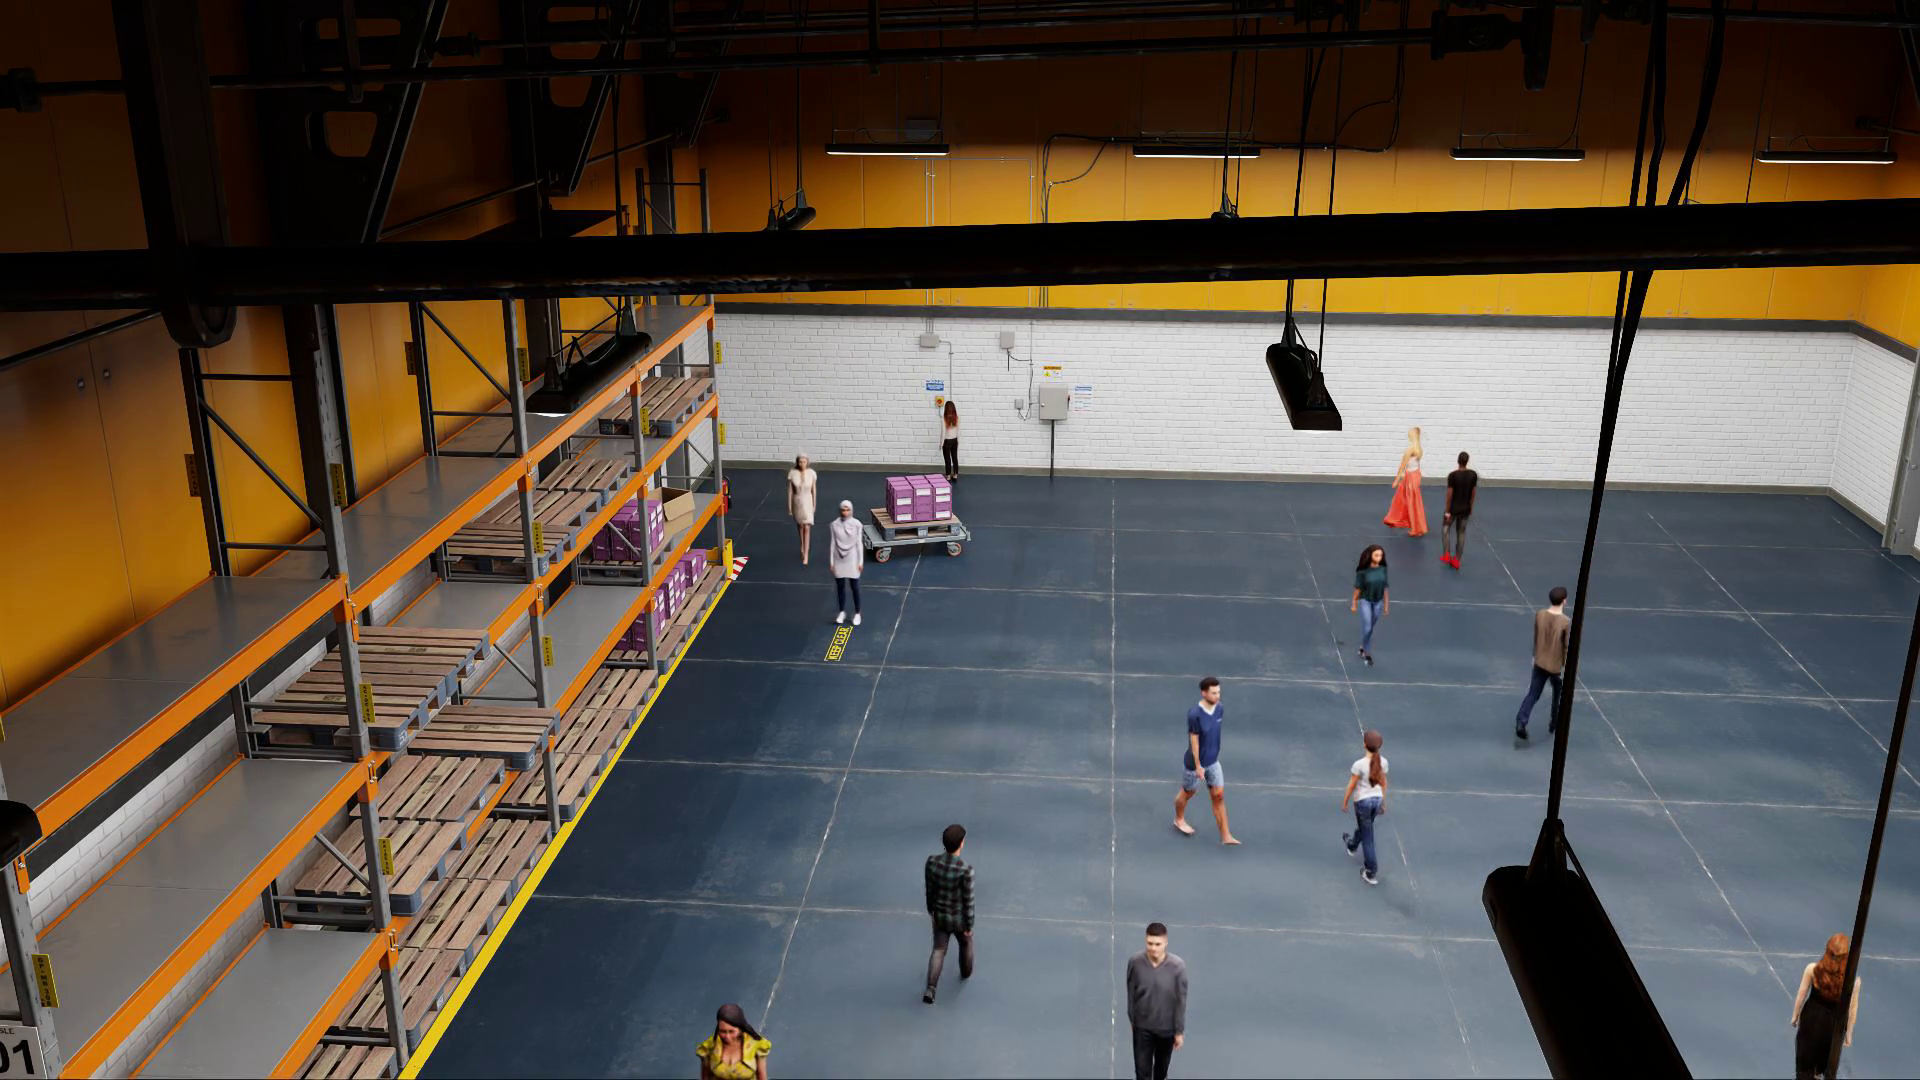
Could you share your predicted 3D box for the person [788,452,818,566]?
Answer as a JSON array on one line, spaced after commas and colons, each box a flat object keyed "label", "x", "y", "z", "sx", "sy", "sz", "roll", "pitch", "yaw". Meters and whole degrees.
[{"label": "person", "x": -2.428, "y": -0.500, "z": 25.456, "sx": 0.688, "sy": 1.679, "sz": 1.181, "roll": -1, "pitch": 19, "yaw": -2}]

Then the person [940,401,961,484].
[{"label": "person", "x": -0.167, "y": -1.736, "z": 29.431, "sx": 0.615, "sy": 1.485, "sz": 0.652, "roll": -11, "pitch": 21, "yaw": -29}]

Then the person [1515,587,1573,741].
[{"label": "person", "x": 6.808, "y": 1.465, "z": 19.340, "sx": 1.212, "sy": 1.859, "sz": 1.130, "roll": -16, "pitch": 25, "yaw": -40}]

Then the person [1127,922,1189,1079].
[{"label": "person", "x": 1.532, "y": 3.719, "z": 12.869, "sx": 0.624, "sy": 1.716, "sz": 1.135, "roll": 2, "pitch": 19, "yaw": 6}]

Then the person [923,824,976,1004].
[{"label": "person", "x": -0.105, "y": 3.313, "z": 14.602, "sx": 0.843, "sy": 1.689, "sz": 1.086, "roll": 7, "pitch": 20, "yaw": 19}]

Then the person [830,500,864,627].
[{"label": "person", "x": -1.570, "y": 0.295, "z": 22.949, "sx": 0.622, "sy": 1.772, "sz": 0.544, "roll": 2, "pitch": 19, "yaw": 7}]

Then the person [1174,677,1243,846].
[{"label": "person", "x": 2.420, "y": 2.248, "z": 17.114, "sx": 1.059, "sy": 1.795, "sz": 1.207, "roll": -11, "pitch": 22, "yaw": -30}]

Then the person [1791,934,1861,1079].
[{"label": "person", "x": 6.635, "y": 3.807, "z": 12.816, "sx": 0.806, "sy": 1.583, "sz": 1.161, "roll": 8, "pitch": 20, "yaw": 21}]

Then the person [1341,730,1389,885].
[{"label": "person", "x": 4.047, "y": 2.641, "z": 16.368, "sx": 0.797, "sy": 1.527, "sz": 1.078, "roll": -6, "pitch": 19, "yaw": -16}]

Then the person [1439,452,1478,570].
[{"label": "person", "x": 7.553, "y": -0.433, "z": 25.081, "sx": 0.678, "sy": 1.791, "sz": 0.675, "roll": -1, "pitch": 19, "yaw": -2}]

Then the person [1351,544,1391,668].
[{"label": "person", "x": 5.328, "y": 0.803, "z": 21.716, "sx": 0.731, "sy": 1.596, "sz": 0.885, "roll": -4, "pitch": 19, "yaw": -11}]

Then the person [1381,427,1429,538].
[{"label": "person", "x": 7.276, "y": -0.893, "z": 26.475, "sx": 1.046, "sy": 1.774, "sz": 1.105, "roll": 12, "pitch": 22, "yaw": 32}]

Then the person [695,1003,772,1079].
[{"label": "person", "x": -1.612, "y": 4.030, "z": 12.056, "sx": 0.835, "sy": 1.645, "sz": 0.920, "roll": -2, "pitch": 19, "yaw": -5}]
